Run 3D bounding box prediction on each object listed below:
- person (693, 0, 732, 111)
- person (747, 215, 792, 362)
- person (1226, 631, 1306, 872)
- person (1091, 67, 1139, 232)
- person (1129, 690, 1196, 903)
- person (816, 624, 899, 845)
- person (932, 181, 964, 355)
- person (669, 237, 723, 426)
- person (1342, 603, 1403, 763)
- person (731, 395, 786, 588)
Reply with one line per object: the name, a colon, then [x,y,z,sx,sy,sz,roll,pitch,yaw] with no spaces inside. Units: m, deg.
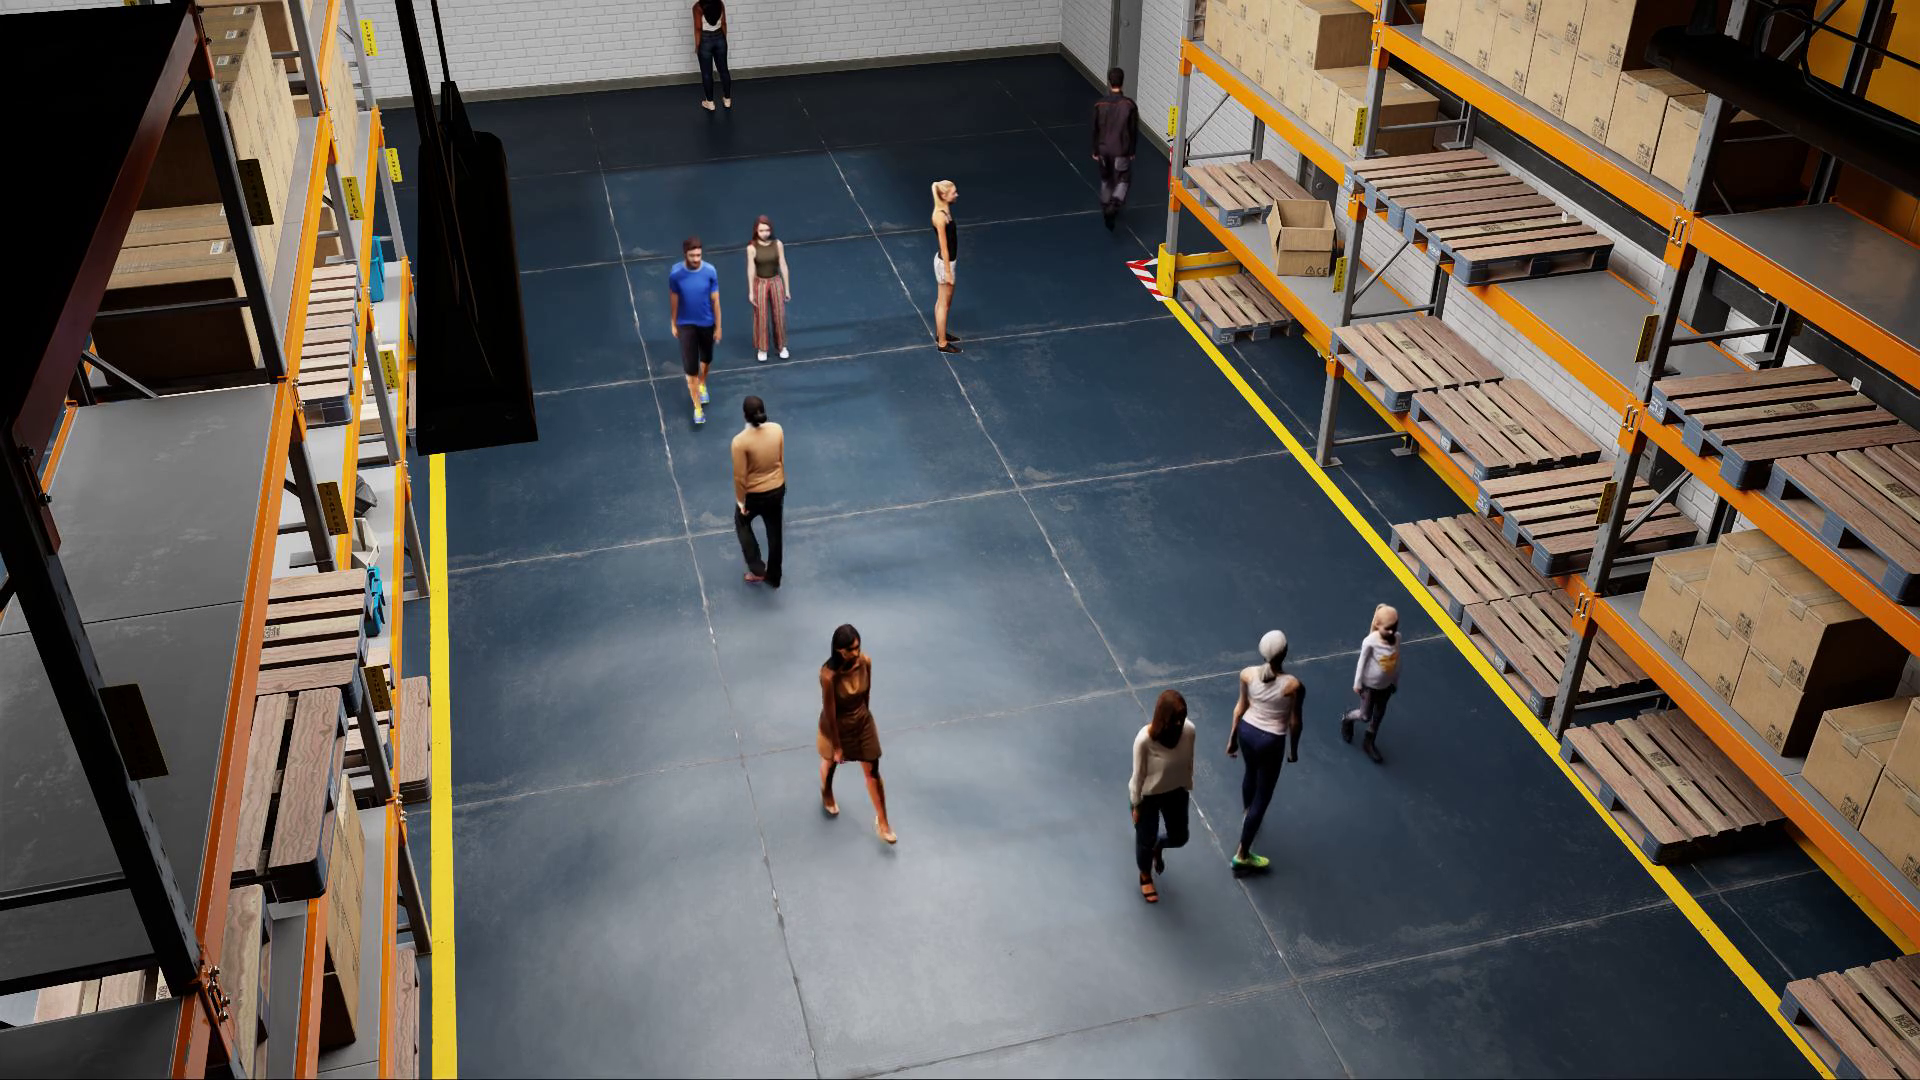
person: [-3.465,-6.943,23.259,0.689,1.805,0.668,-16,37,-22]
person: [-1.960,-2.583,16.921,0.561,1.561,0.519,-8,34,-11]
person: [1.957,1.389,10.845,0.941,1.672,0.979,23,40,31]
person: [1.812,-4.563,19.576,0.999,1.919,1.154,7,34,11]
person: [1.228,1.565,10.583,0.625,1.670,0.638,-11,35,-16]
person: [-0.814,1.226,11.105,0.815,1.655,1.045,-22,39,-29]
person: [-0.157,-2.827,17.031,0.707,1.846,0.554,0,34,-1]
person: [-2.545,-2.096,15.955,0.613,1.820,1.025,-8,34,-12]
person: [2.937,0.969,11.840,0.511,1.270,0.642,-11,35,-16]
person: [-1.563,-0.351,13.399,0.738,1.743,0.727,-20,38,-27]
